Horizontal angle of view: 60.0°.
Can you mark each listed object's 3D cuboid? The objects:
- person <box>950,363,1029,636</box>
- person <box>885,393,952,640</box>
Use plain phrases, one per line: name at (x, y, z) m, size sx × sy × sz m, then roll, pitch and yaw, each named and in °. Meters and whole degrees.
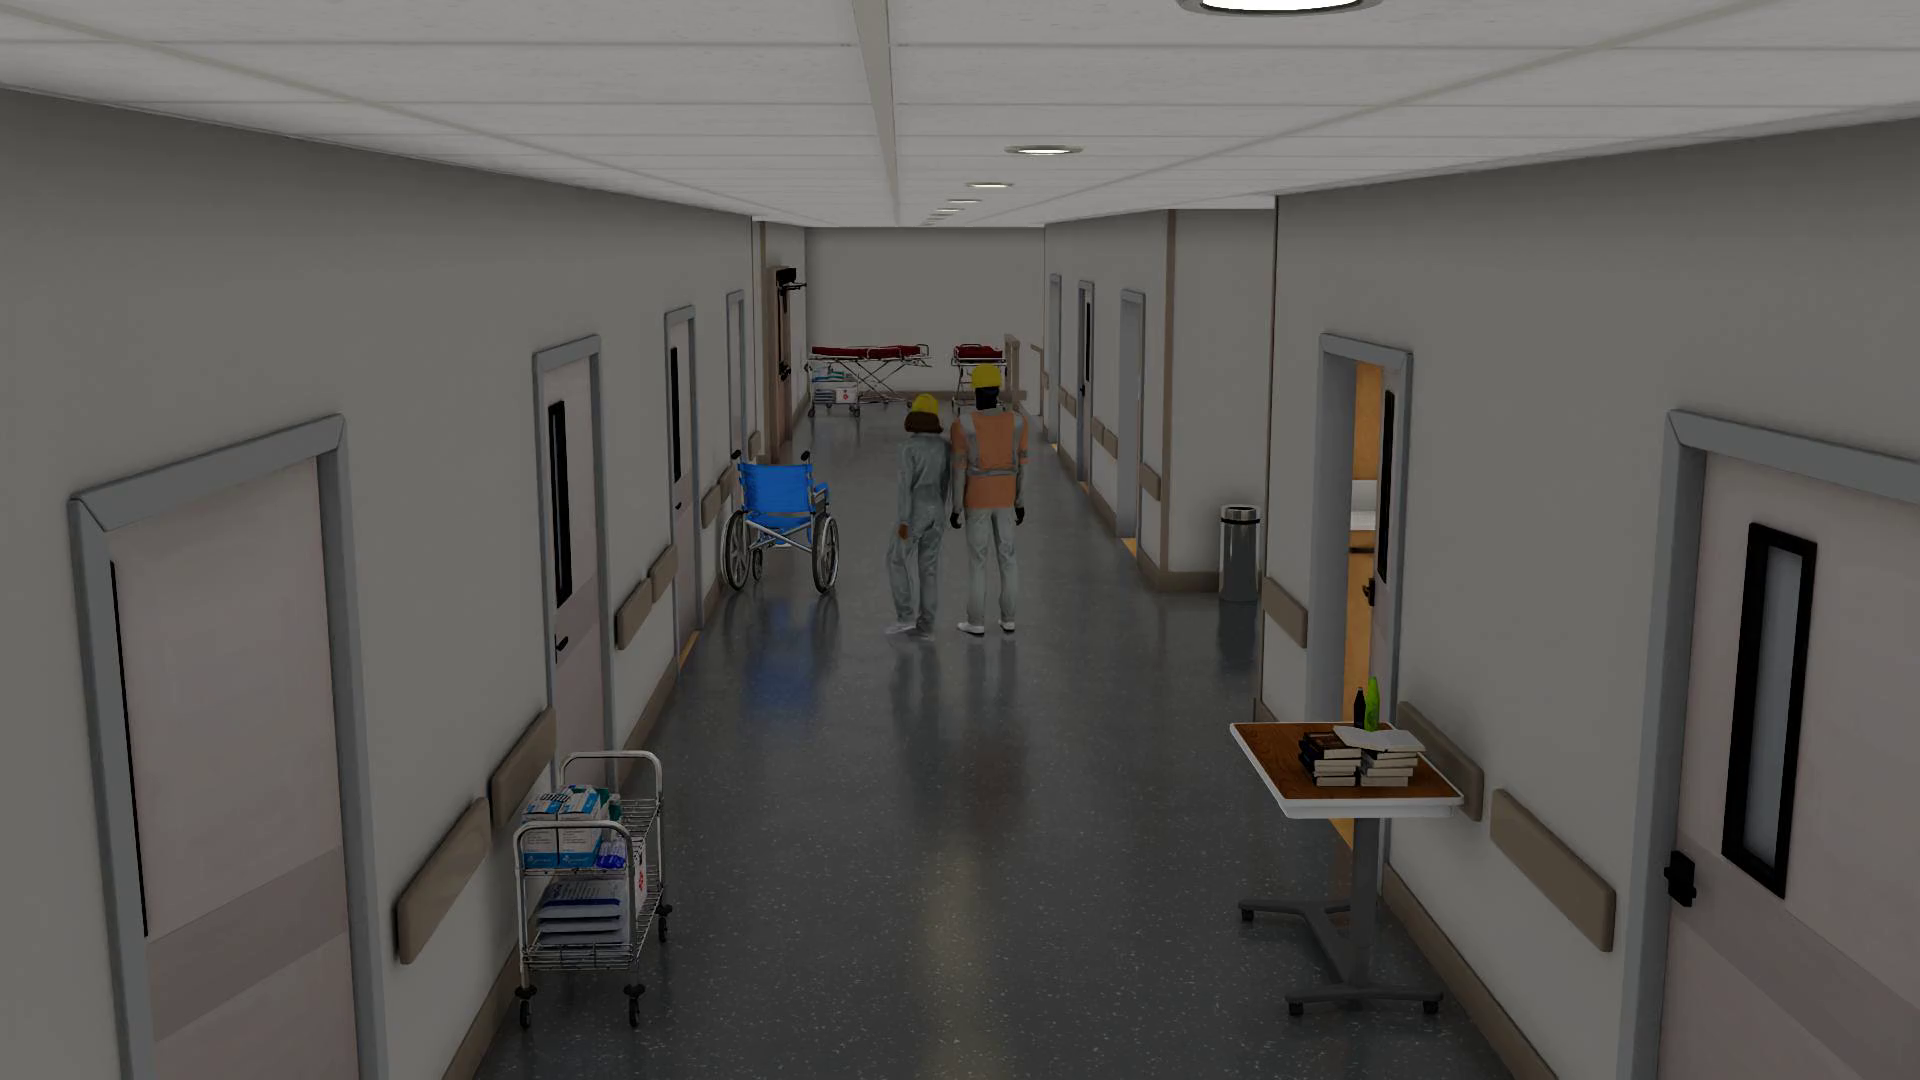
person at (0.198, -0.285, 11.759) m, size 0.587 × 1.929 × 0.361 m, roll -4°, pitch 11°, yaw -22°
person at (-0.286, -0.163, 11.661) m, size 0.517 × 1.712 × 0.469 m, roll -9°, pitch 13°, yaw -40°
